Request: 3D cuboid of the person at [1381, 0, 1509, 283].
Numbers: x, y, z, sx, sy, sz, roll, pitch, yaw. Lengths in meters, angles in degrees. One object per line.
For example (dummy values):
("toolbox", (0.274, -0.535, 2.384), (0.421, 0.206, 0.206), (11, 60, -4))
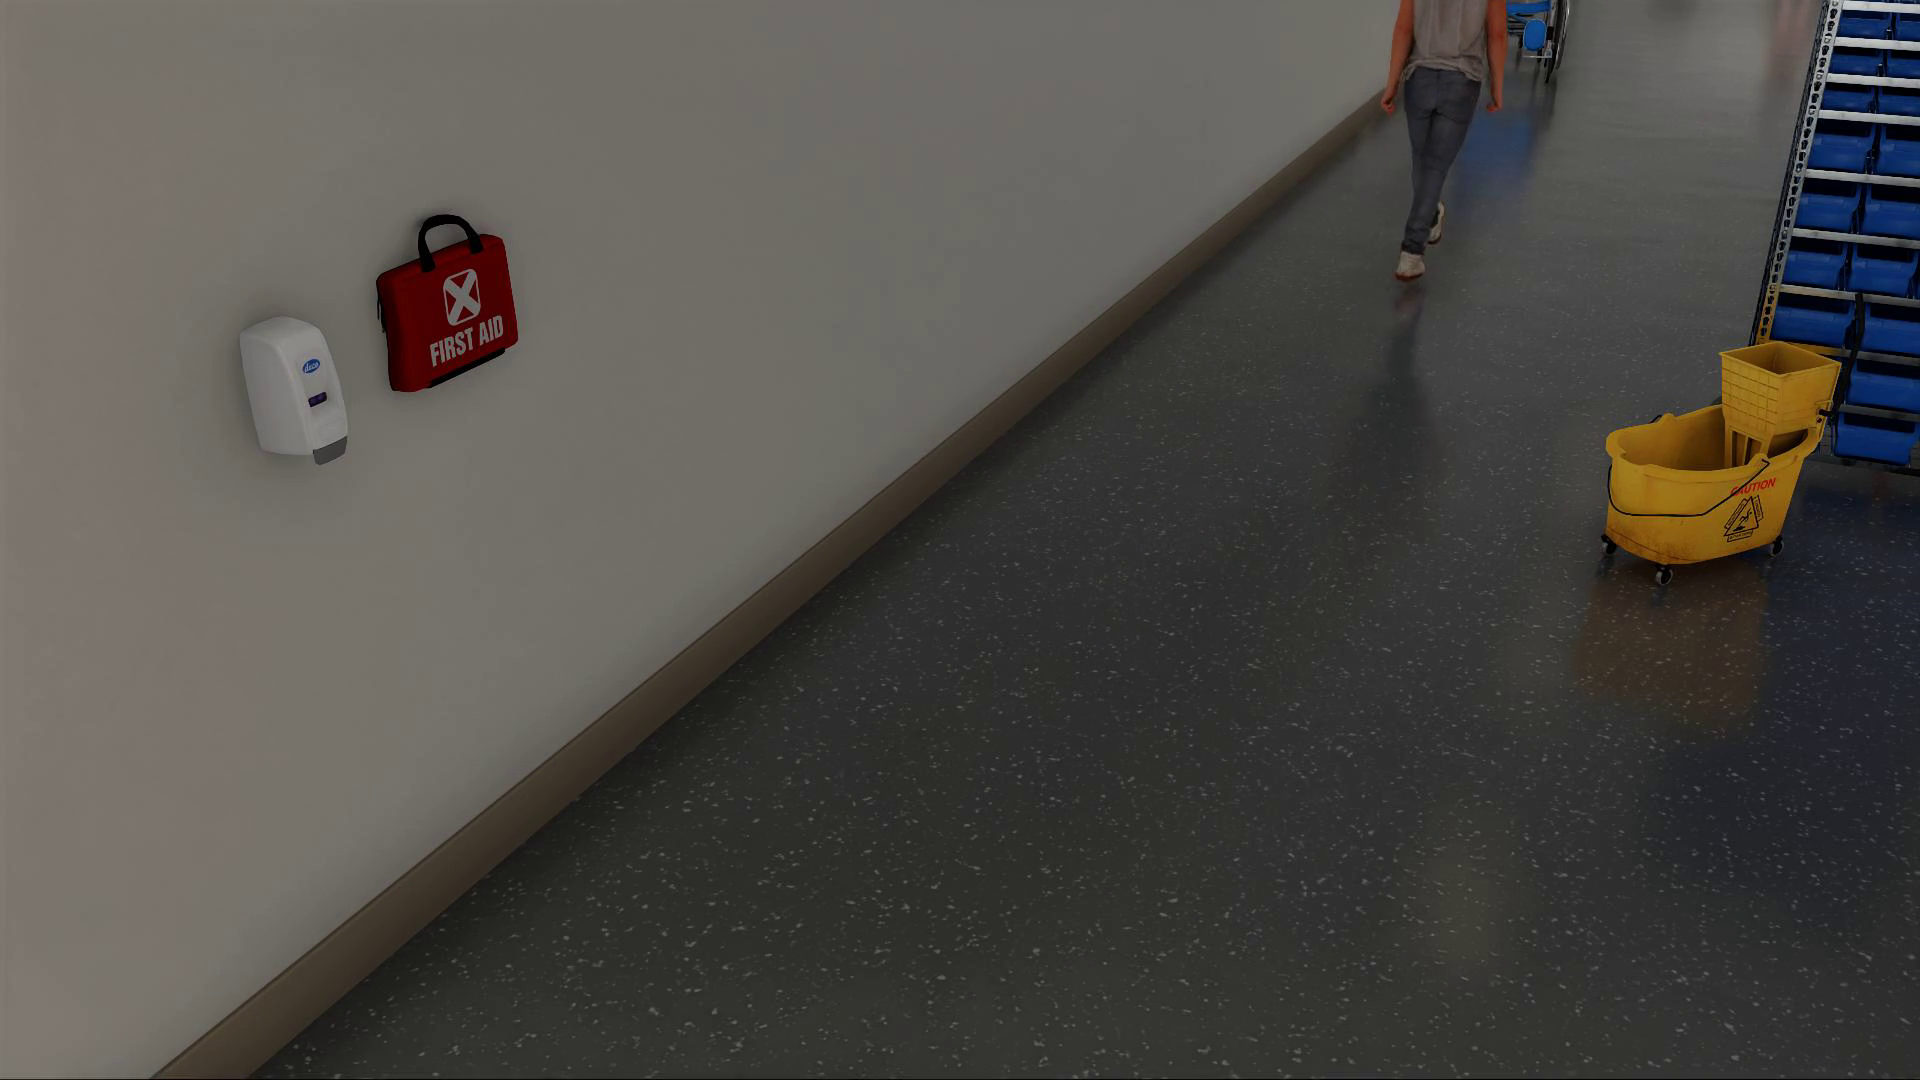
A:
("person", (2.301, -2.157, 8.004), (1.137, 1.849, 0.800), (13, 29, 26))
